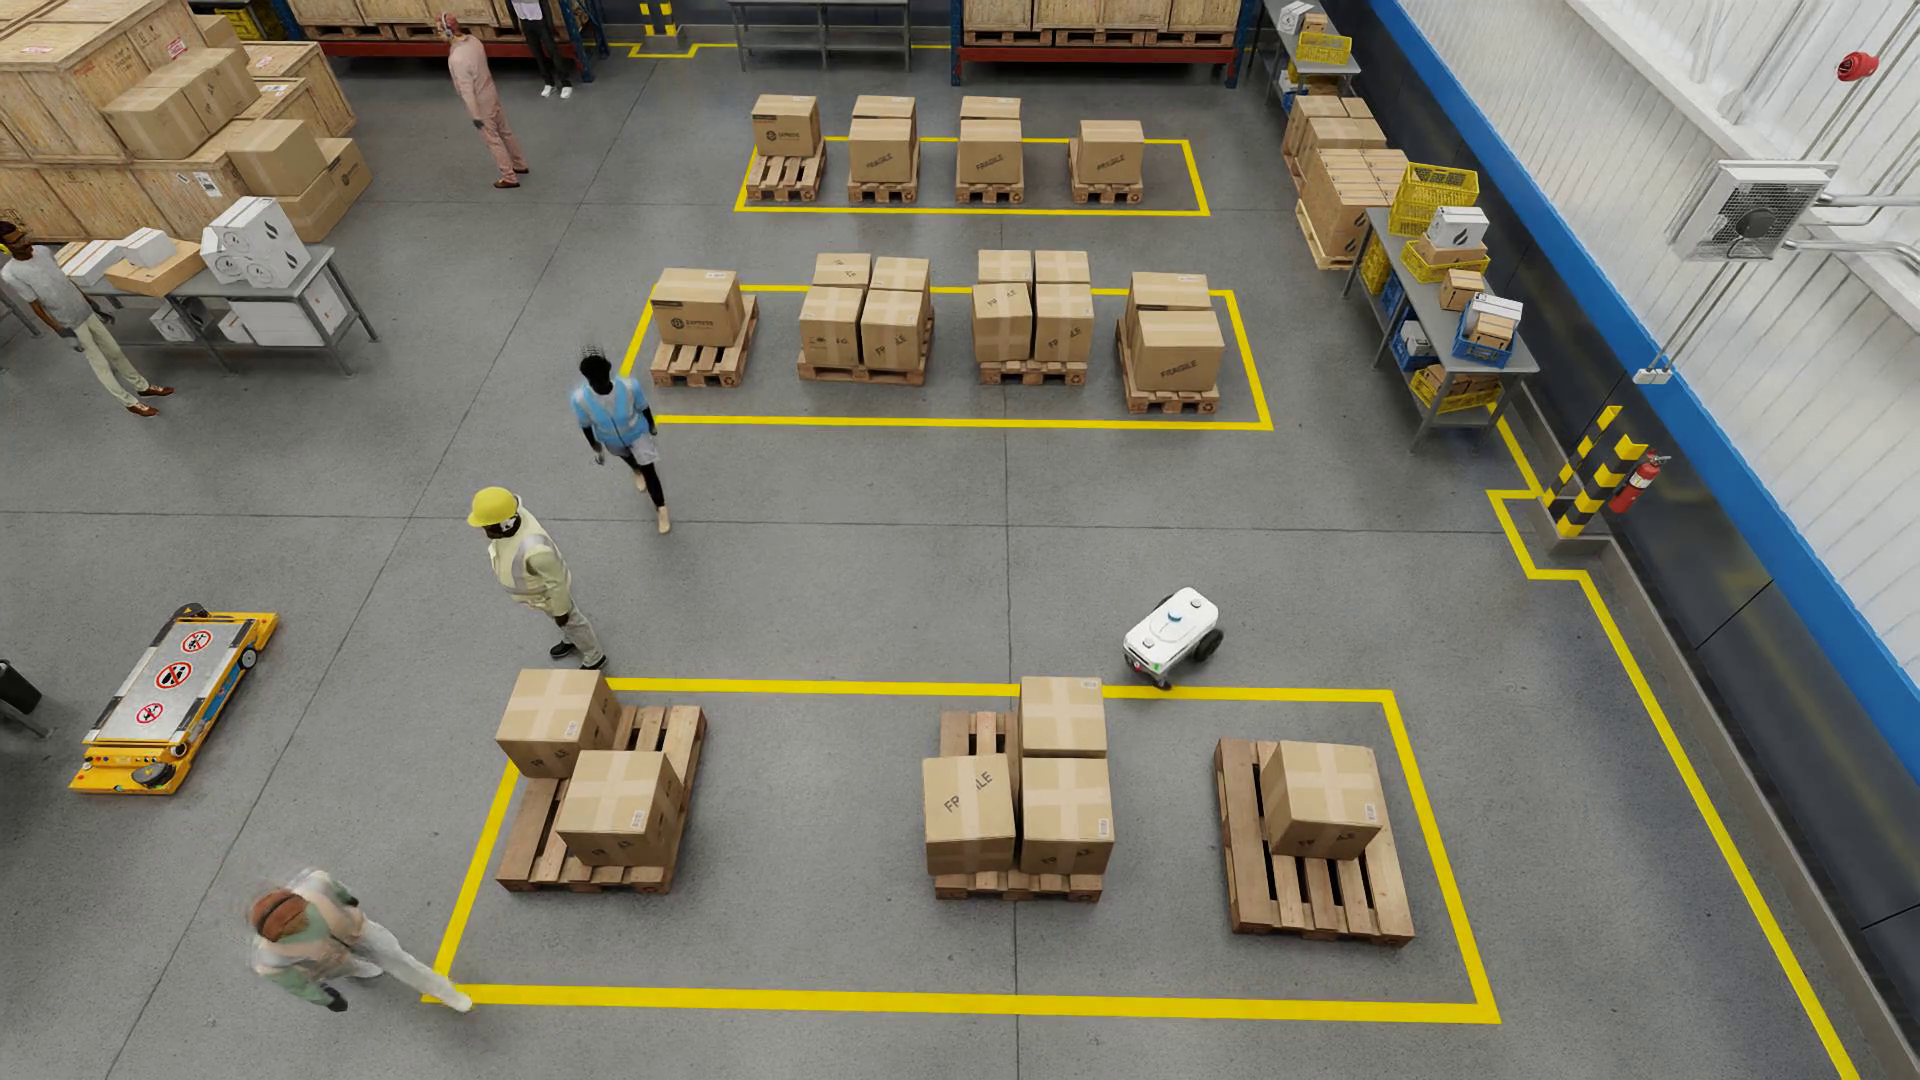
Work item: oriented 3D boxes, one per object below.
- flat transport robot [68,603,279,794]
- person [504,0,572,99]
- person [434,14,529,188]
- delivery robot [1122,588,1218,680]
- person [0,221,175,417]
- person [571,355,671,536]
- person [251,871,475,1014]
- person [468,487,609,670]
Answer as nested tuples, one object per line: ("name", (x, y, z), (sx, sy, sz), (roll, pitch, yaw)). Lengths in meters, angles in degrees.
("flat transport robot", (-5.504, 1.072, 6.442), (0.652, 0.197, 1.431), (1, 50, 1))
("person", (-5.647, -6.870, 12.102), (0.597, 1.907, 0.411), (6, 50, 5))
("person", (-5.521, -5.030, 10.551), (0.401, 1.900, 0.651), (2, 50, 2))
("delivery robot", (1.502, 0.655, 6.550), (0.707, 0.478, 0.477), (-34, 57, -25))
("person", (-7.594, -1.900, 7.916), (0.328, 1.873, 0.518), (-2, 50, -1))
("person", (-2.643, -0.836, 7.161), (0.542, 1.643, 0.856), (-11, 51, -9))
("person", (-3.208, 2.107, 4.718), (0.935, 1.567, 0.519), (13, 51, 11))
("person", (-2.781, 0.304, 6.074), (0.403, 1.835, 0.586), (-35, 58, -26))
